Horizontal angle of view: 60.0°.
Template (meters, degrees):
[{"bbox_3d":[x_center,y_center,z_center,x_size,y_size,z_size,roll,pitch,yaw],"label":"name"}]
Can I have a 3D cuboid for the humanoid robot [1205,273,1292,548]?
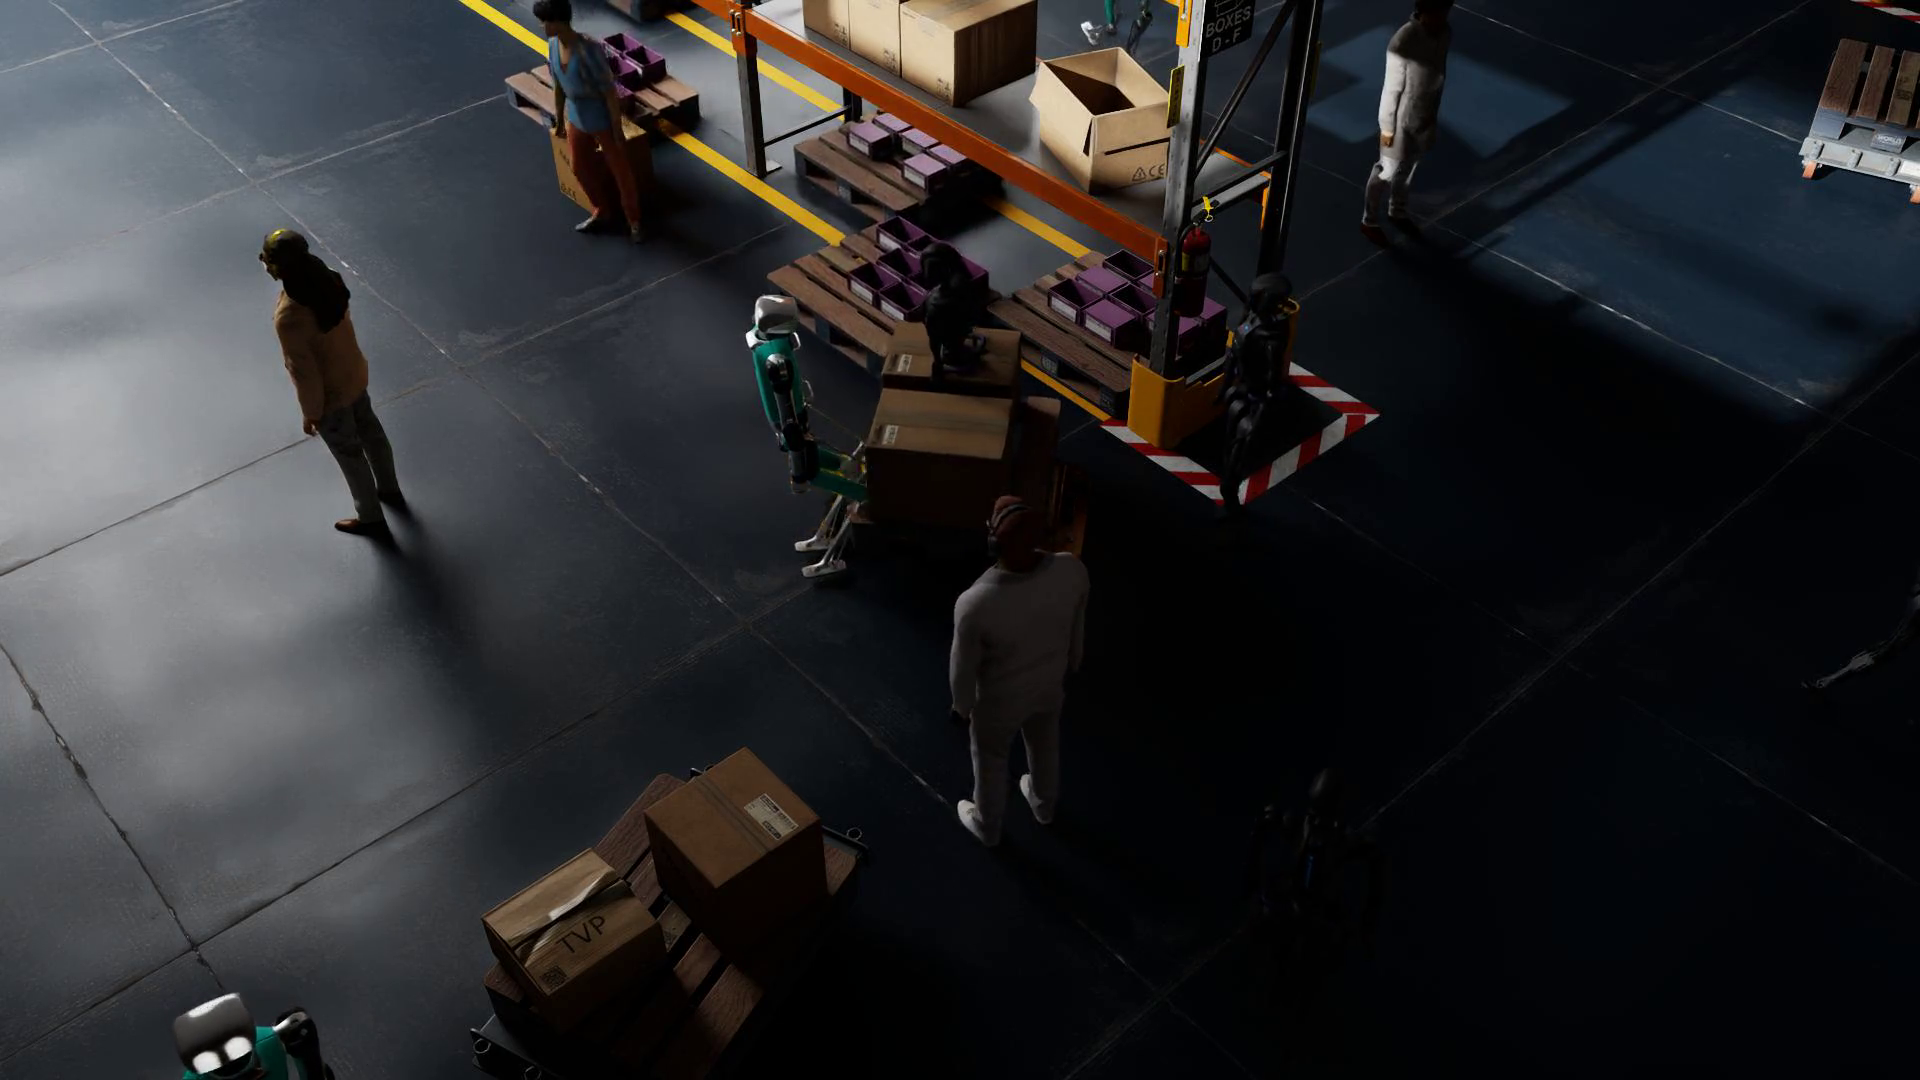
[{"bbox_3d":[1.523,-0.712,8.821,0.342,1.649,0.584,-9,43,-10],"label":"humanoid robot"}]

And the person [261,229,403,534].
[{"bbox_3d":[-3.310,-0.821,8.803,0.402,1.877,0.553,8,43,8],"label":"person"}]

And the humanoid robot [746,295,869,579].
[{"bbox_3d":[-0.689,-0.531,8.527,0.700,1.715,0.530,-10,44,-11],"label":"humanoid robot"}]

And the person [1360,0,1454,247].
[{"bbox_3d":[2.972,-2.813,11.010,0.514,1.824,0.365,-24,48,-24],"label":"person"}]

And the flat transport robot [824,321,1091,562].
[{"bbox_3d":[-0.004,-0.213,9.326,1.431,0.231,0.659,6,43,6],"label":"flat transport robot"}]

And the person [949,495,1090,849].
[{"bbox_3d":[0.238,0.596,7.257,0.653,1.890,0.406,-22,47,-22],"label":"person"}]

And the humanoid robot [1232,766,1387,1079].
[{"bbox_3d":[1.326,1.492,6.464,0.589,1.634,0.742,16,45,17],"label":"humanoid robot"}]

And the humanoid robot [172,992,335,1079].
[{"bbox_3d":[-2.456,2.032,5.813,0.554,1.732,1.041,-31,51,-29],"label":"humanoid robot"}]

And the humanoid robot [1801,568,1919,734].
[{"bbox_3d":[4.591,0.297,7.782,0.776,1.651,0.588,5,43,5],"label":"humanoid robot"}]

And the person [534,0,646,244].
[{"bbox_3d":[-2.411,-2.776,11.033,0.606,1.740,0.342,21,47,22],"label":"person"}]

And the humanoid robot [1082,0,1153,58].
[{"bbox_3d":[1.247,-4.442,12.835,0.540,1.730,0.982,-12,44,-12],"label":"humanoid robot"}]

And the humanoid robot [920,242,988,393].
[{"bbox_3d":[0.010,-0.886,9.033,0.449,1.638,0.605,13,44,14],"label":"humanoid robot"}]
